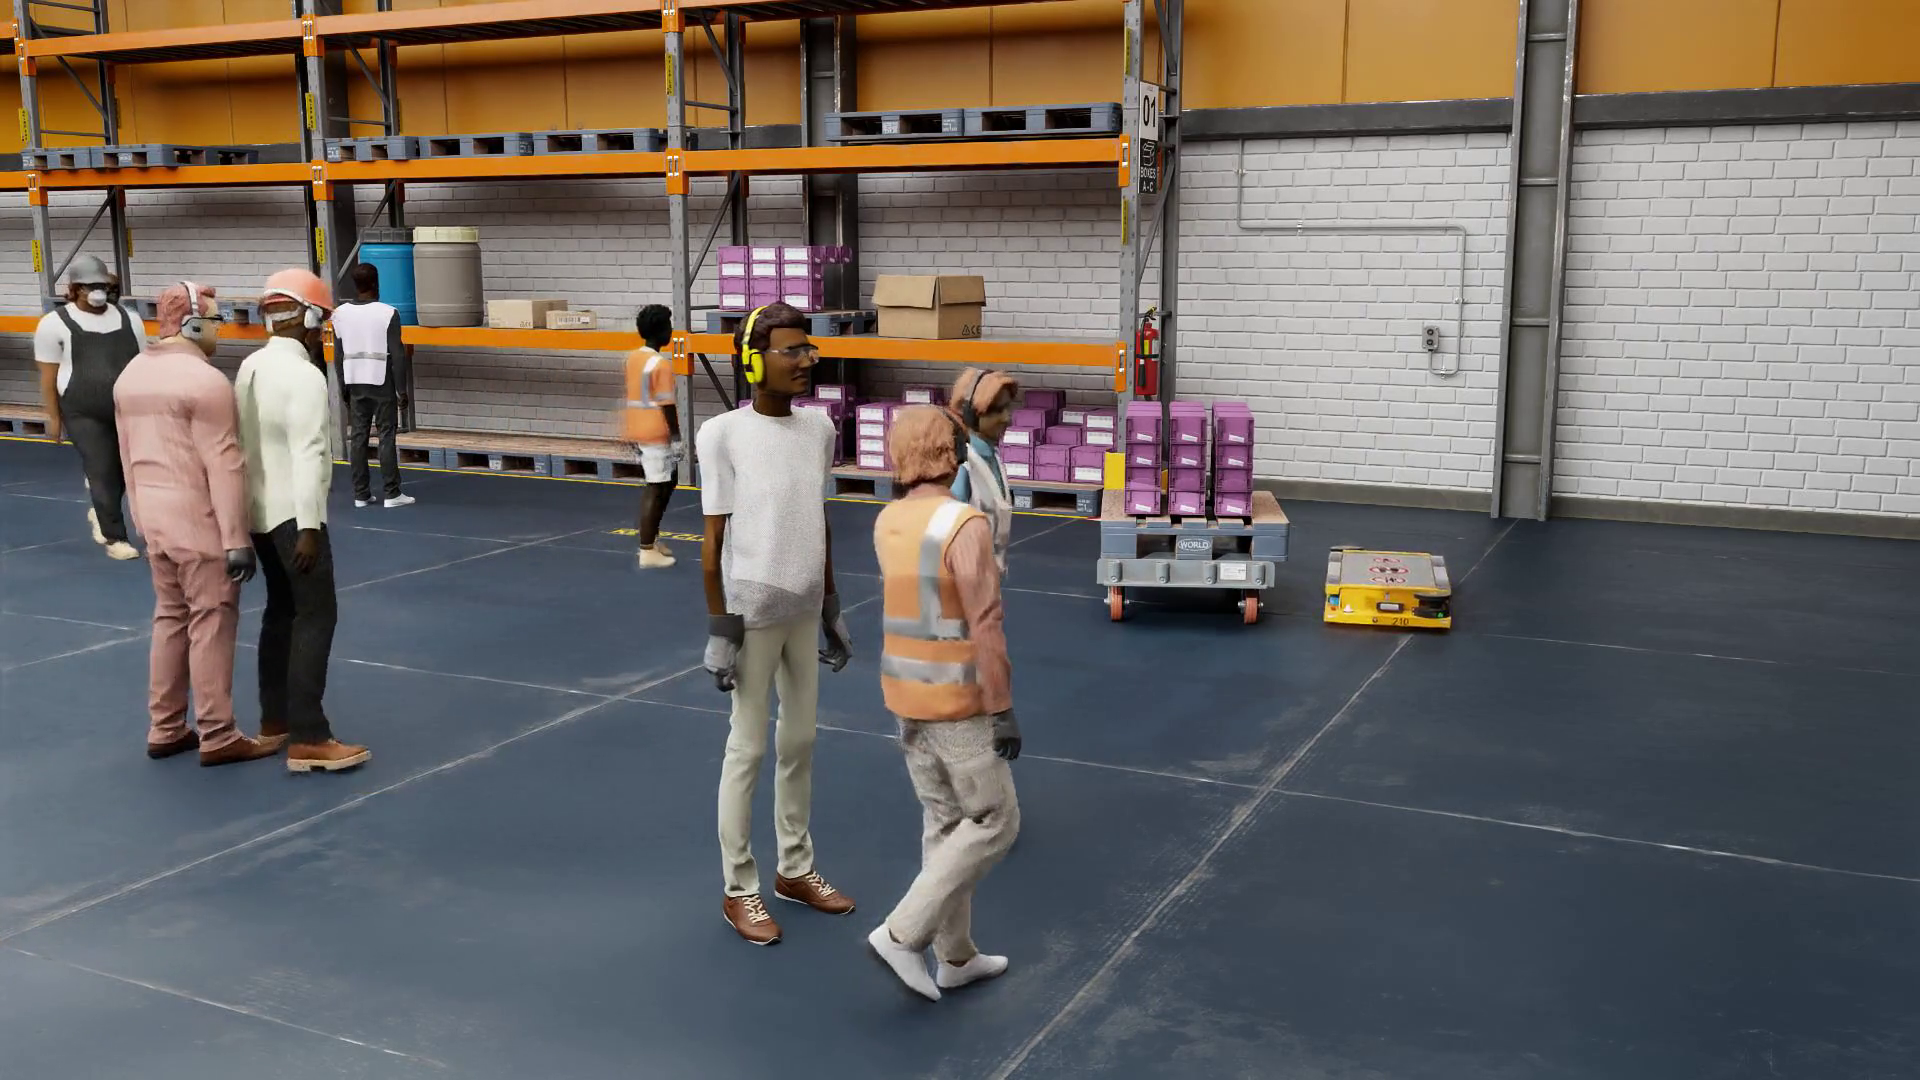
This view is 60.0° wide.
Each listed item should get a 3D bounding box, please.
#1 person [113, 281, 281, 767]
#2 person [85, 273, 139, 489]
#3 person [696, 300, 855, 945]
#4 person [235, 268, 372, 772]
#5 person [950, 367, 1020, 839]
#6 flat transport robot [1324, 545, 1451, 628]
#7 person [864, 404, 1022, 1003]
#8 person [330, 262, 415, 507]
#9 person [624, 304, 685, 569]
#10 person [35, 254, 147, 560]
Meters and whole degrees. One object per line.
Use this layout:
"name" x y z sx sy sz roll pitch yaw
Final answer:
"person" -3.005 -0.062 6.564 0.654 1.908 0.401 7 12 35
"person" -7.164 -1.333 14.055 0.429 1.849 0.635 7 12 35
"person" -0.535 0.237 4.932 0.324 1.876 0.526 9 13 42
"person" -2.644 -0.096 6.626 0.722 1.957 0.509 9 13 42
"person" 0.059 0.220 5.751 0.436 1.625 0.561 2 10 14
"flat transport robot" 2.420 0.249 9.445 0.652 0.197 1.431 2 10 13
"person" -0.062 0.448 4.452 0.455 1.612 0.569 -6 11 -29
"person" -4.627 -1.208 13.084 0.591 1.917 0.390 2 10 10
"person" -1.906 -0.653 10.565 0.423 1.679 0.558 -6 12 -32
"person" -5.735 -0.919 11.075 0.929 2.000 0.682 8 13 39
